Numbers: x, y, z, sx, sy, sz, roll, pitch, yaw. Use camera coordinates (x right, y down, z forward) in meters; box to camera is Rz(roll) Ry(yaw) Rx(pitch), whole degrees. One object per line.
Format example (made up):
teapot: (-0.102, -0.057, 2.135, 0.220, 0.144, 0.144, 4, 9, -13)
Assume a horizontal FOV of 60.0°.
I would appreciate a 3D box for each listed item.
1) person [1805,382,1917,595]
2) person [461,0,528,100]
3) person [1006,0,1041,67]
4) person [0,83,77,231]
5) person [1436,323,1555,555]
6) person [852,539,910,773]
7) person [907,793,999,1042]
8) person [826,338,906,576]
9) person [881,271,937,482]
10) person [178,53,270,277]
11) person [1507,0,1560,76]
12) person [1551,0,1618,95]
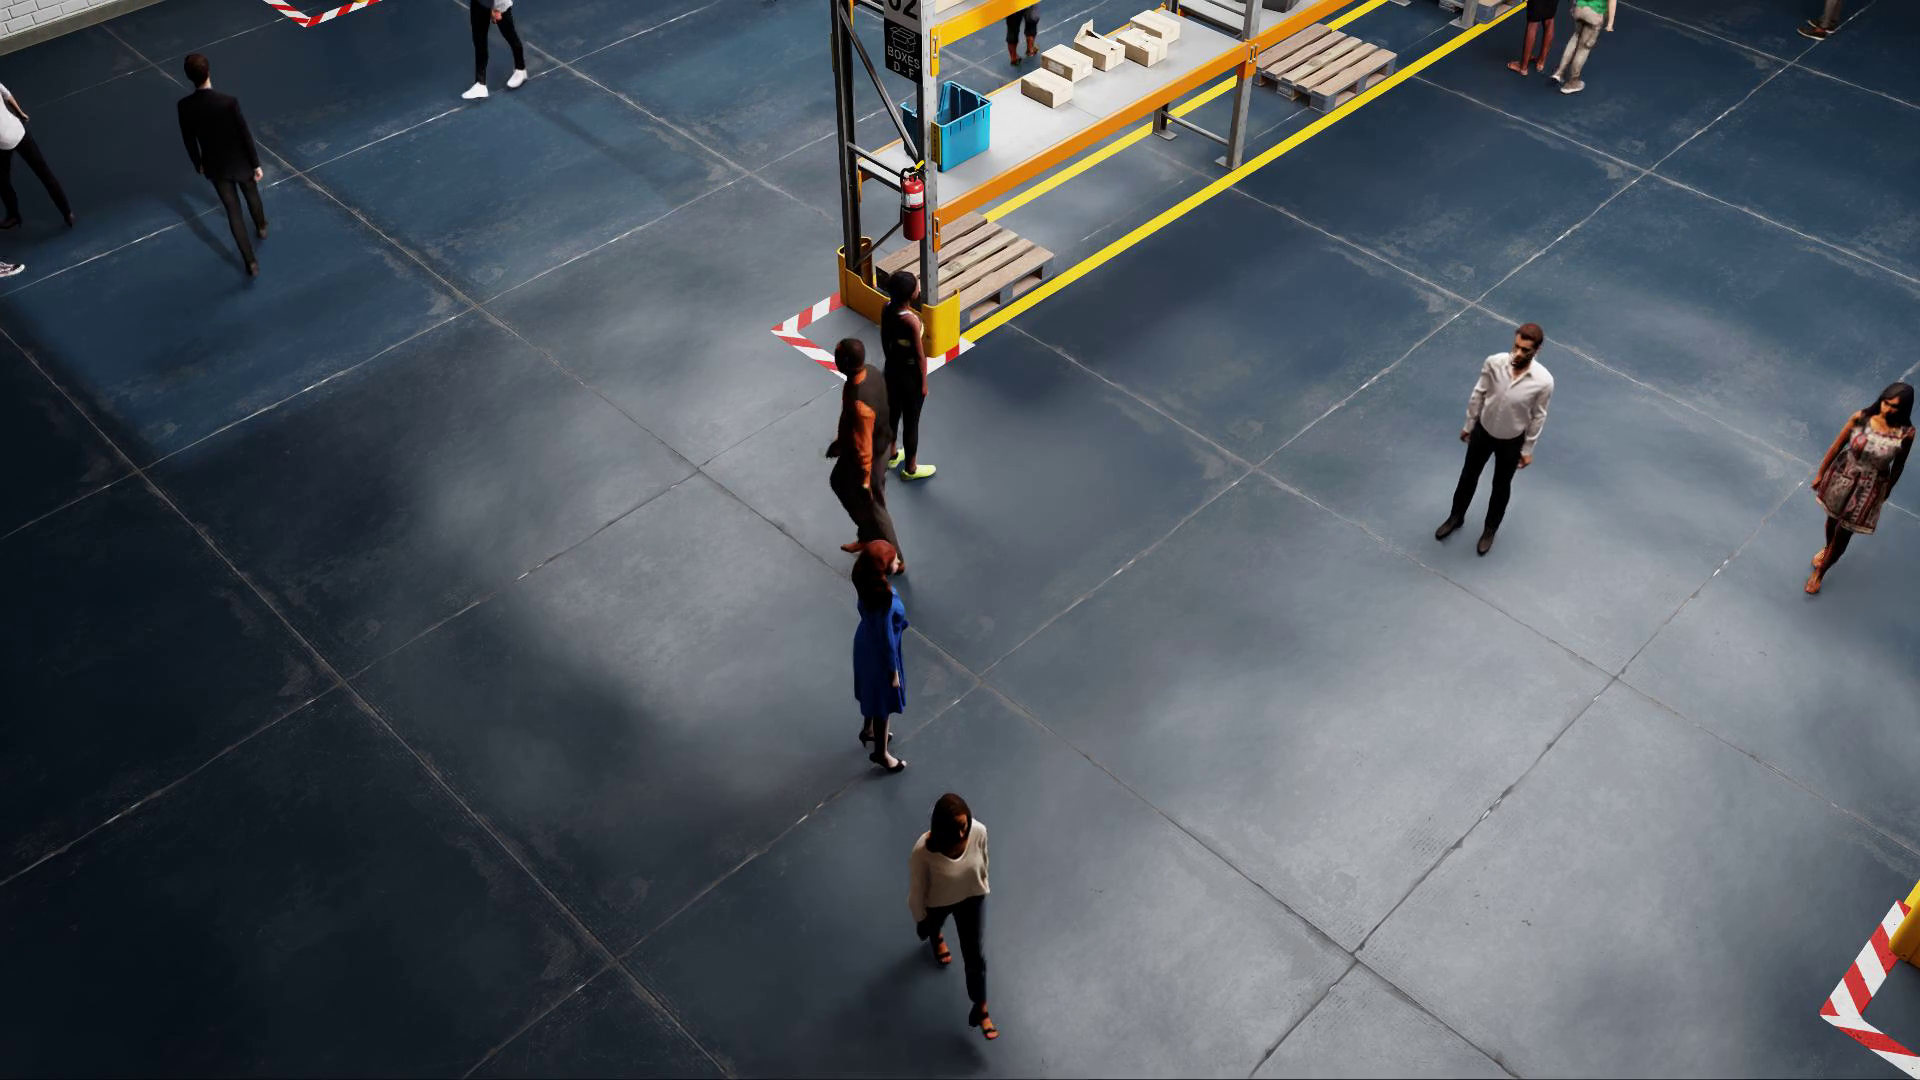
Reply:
person: (6.130, -0.442, 11.306, 0.663, 1.621, 0.803, 32, 52, 29)
person: (-4.508, -5.298, 16.204, 0.895, 1.896, 1.136, 19, 47, 19)
person: (0.583, -5.475, 16.716, 0.742, 1.445, 0.835, 16, 46, 16)
person: (-8.130, -3.397, 14.312, 1.054, 1.755, 0.990, 19, 47, 19)
person: (3.703, -0.717, 11.414, 0.703, 1.870, 0.596, 25, 49, 24)
person: (-0.489, 0.690, 9.969, 0.720, 1.827, 0.710, -13, 45, -13)
person: (-0.085, 1.843, 8.890, 1.095, 1.646, 0.994, -14, 45, -14)
person: (-0.571, -0.573, 11.259, 0.978, 1.877, 0.918, -3, 44, -3)
person: (-0.412, -1.186, 11.991, 0.524, 1.754, 0.581, -30, 51, -28)
person: (-6.131, -3.092, 13.928, 1.262, 1.841, 1.137, -13, 45, -13)
person: (5.818, -5.476, 16.519, 0.589, 1.720, 0.737, -15, 46, -15)
person: (6.074, -5.111, 16.190, 0.711, 1.645, 0.688, -22, 48, -21)
